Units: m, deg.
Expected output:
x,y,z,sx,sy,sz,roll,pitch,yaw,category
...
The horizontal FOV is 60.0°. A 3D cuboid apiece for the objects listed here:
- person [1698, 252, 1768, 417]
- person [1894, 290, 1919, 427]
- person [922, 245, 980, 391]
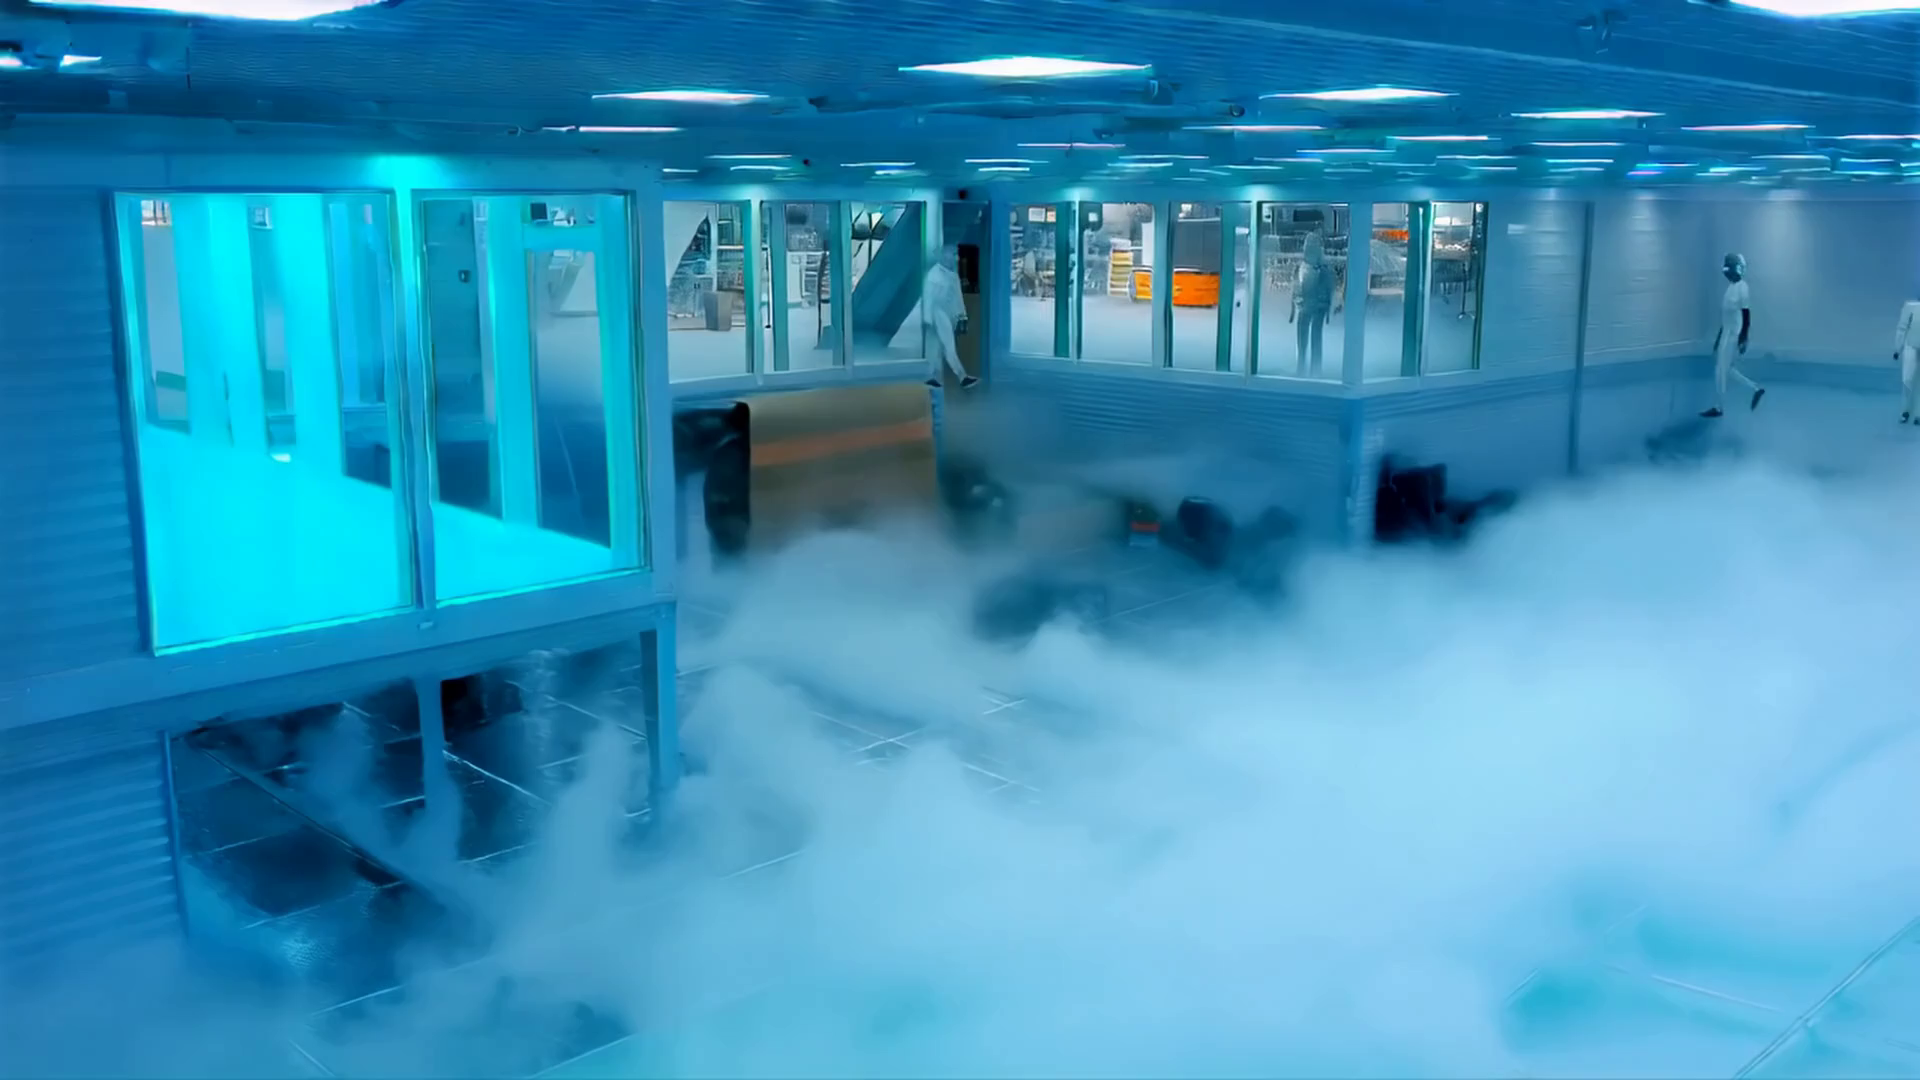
x,y,z,sx,sy,sz,roll,pitch,yaw,category
8.703,-2.286,18.585,0.711,1.847,0.528,1,11,3,person
10.242,-2.002,17.695,0.538,1.615,0.428,8,14,34,person
-0.116,-2.845,21.346,1.018,1.851,0.674,7,13,32,person
